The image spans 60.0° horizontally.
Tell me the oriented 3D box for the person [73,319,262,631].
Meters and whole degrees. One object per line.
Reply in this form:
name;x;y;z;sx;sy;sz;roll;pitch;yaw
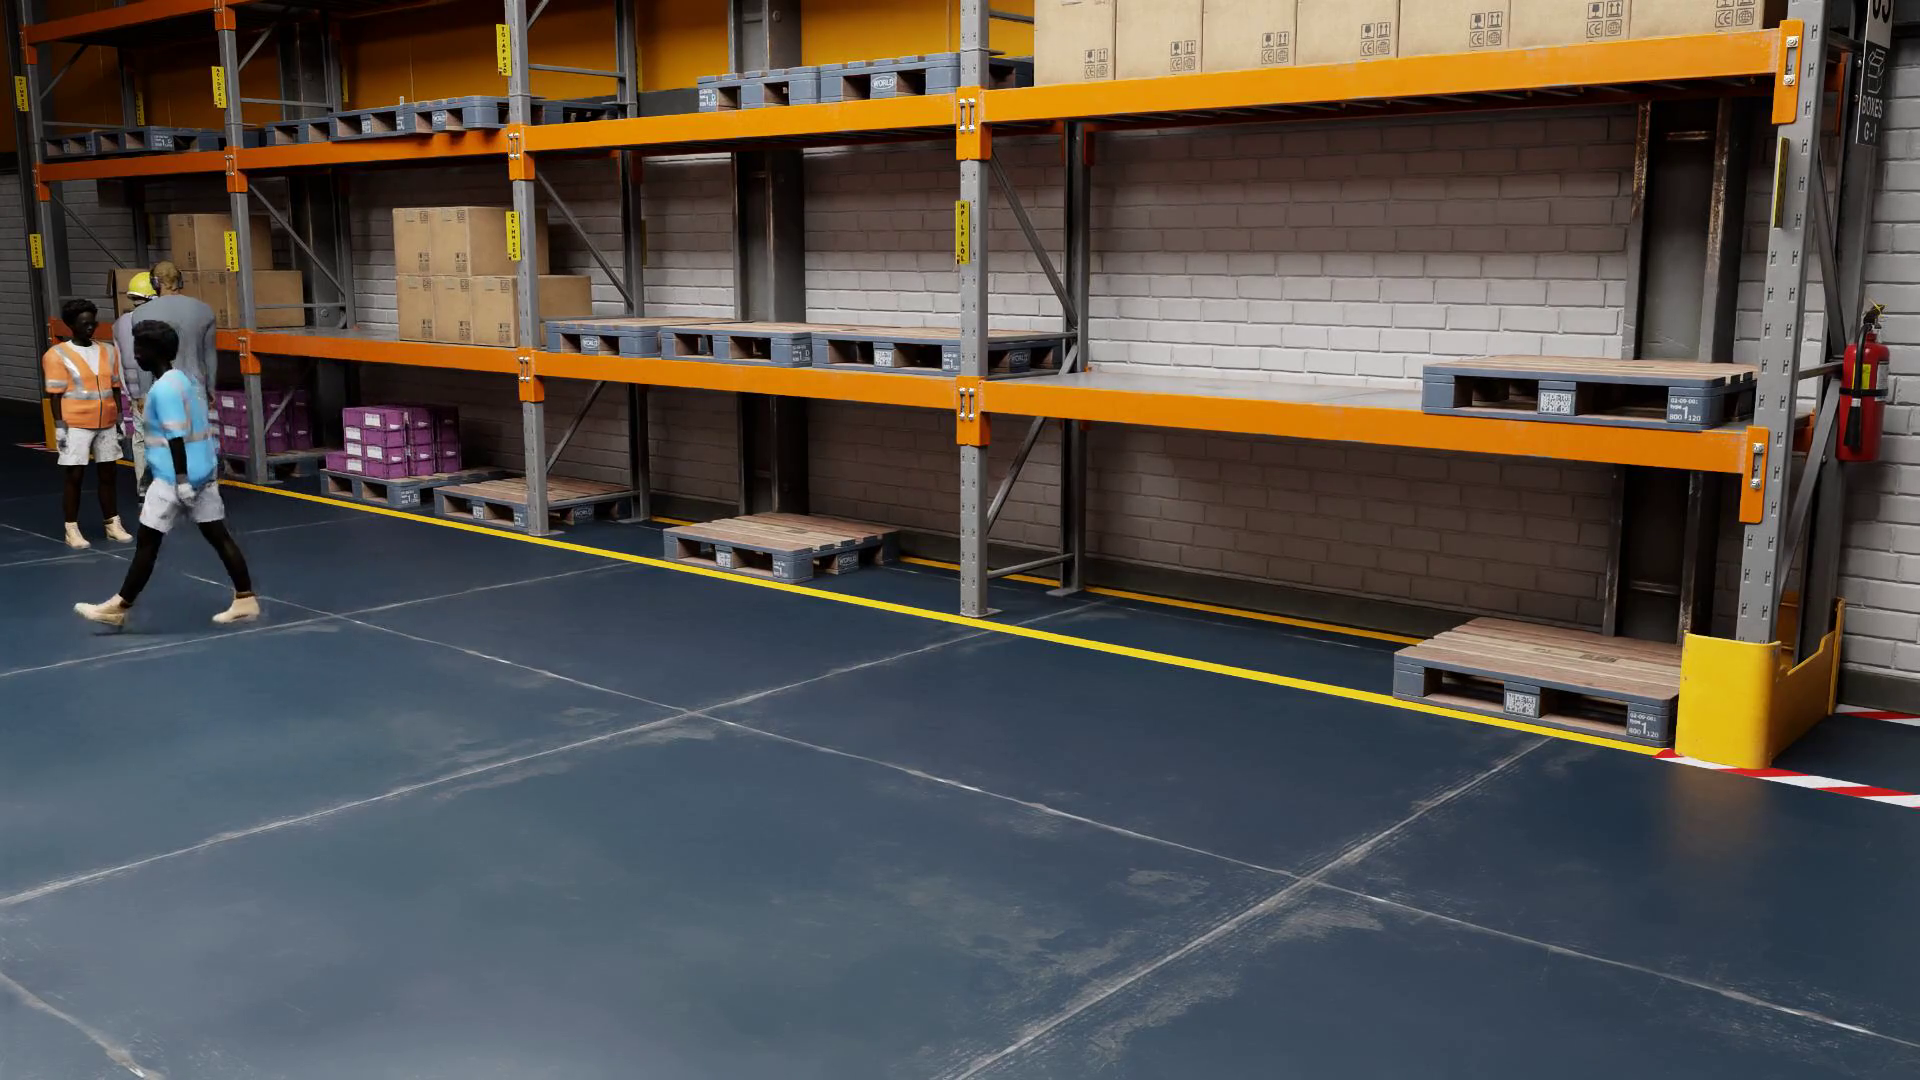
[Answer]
person;-4.196;-0.334;8.785;0.909;1.640;0.528;-2;10;-12

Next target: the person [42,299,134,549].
person;-5.902;-0.782;11.251;0.320;1.687;0.533;5;11;28

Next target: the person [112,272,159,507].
person;-6.267;-1.158;12.957;0.591;1.837;0.403;4;11;20

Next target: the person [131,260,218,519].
person;-5.860;-1.118;12.456;0.373;1.935;0.628;7;12;35
